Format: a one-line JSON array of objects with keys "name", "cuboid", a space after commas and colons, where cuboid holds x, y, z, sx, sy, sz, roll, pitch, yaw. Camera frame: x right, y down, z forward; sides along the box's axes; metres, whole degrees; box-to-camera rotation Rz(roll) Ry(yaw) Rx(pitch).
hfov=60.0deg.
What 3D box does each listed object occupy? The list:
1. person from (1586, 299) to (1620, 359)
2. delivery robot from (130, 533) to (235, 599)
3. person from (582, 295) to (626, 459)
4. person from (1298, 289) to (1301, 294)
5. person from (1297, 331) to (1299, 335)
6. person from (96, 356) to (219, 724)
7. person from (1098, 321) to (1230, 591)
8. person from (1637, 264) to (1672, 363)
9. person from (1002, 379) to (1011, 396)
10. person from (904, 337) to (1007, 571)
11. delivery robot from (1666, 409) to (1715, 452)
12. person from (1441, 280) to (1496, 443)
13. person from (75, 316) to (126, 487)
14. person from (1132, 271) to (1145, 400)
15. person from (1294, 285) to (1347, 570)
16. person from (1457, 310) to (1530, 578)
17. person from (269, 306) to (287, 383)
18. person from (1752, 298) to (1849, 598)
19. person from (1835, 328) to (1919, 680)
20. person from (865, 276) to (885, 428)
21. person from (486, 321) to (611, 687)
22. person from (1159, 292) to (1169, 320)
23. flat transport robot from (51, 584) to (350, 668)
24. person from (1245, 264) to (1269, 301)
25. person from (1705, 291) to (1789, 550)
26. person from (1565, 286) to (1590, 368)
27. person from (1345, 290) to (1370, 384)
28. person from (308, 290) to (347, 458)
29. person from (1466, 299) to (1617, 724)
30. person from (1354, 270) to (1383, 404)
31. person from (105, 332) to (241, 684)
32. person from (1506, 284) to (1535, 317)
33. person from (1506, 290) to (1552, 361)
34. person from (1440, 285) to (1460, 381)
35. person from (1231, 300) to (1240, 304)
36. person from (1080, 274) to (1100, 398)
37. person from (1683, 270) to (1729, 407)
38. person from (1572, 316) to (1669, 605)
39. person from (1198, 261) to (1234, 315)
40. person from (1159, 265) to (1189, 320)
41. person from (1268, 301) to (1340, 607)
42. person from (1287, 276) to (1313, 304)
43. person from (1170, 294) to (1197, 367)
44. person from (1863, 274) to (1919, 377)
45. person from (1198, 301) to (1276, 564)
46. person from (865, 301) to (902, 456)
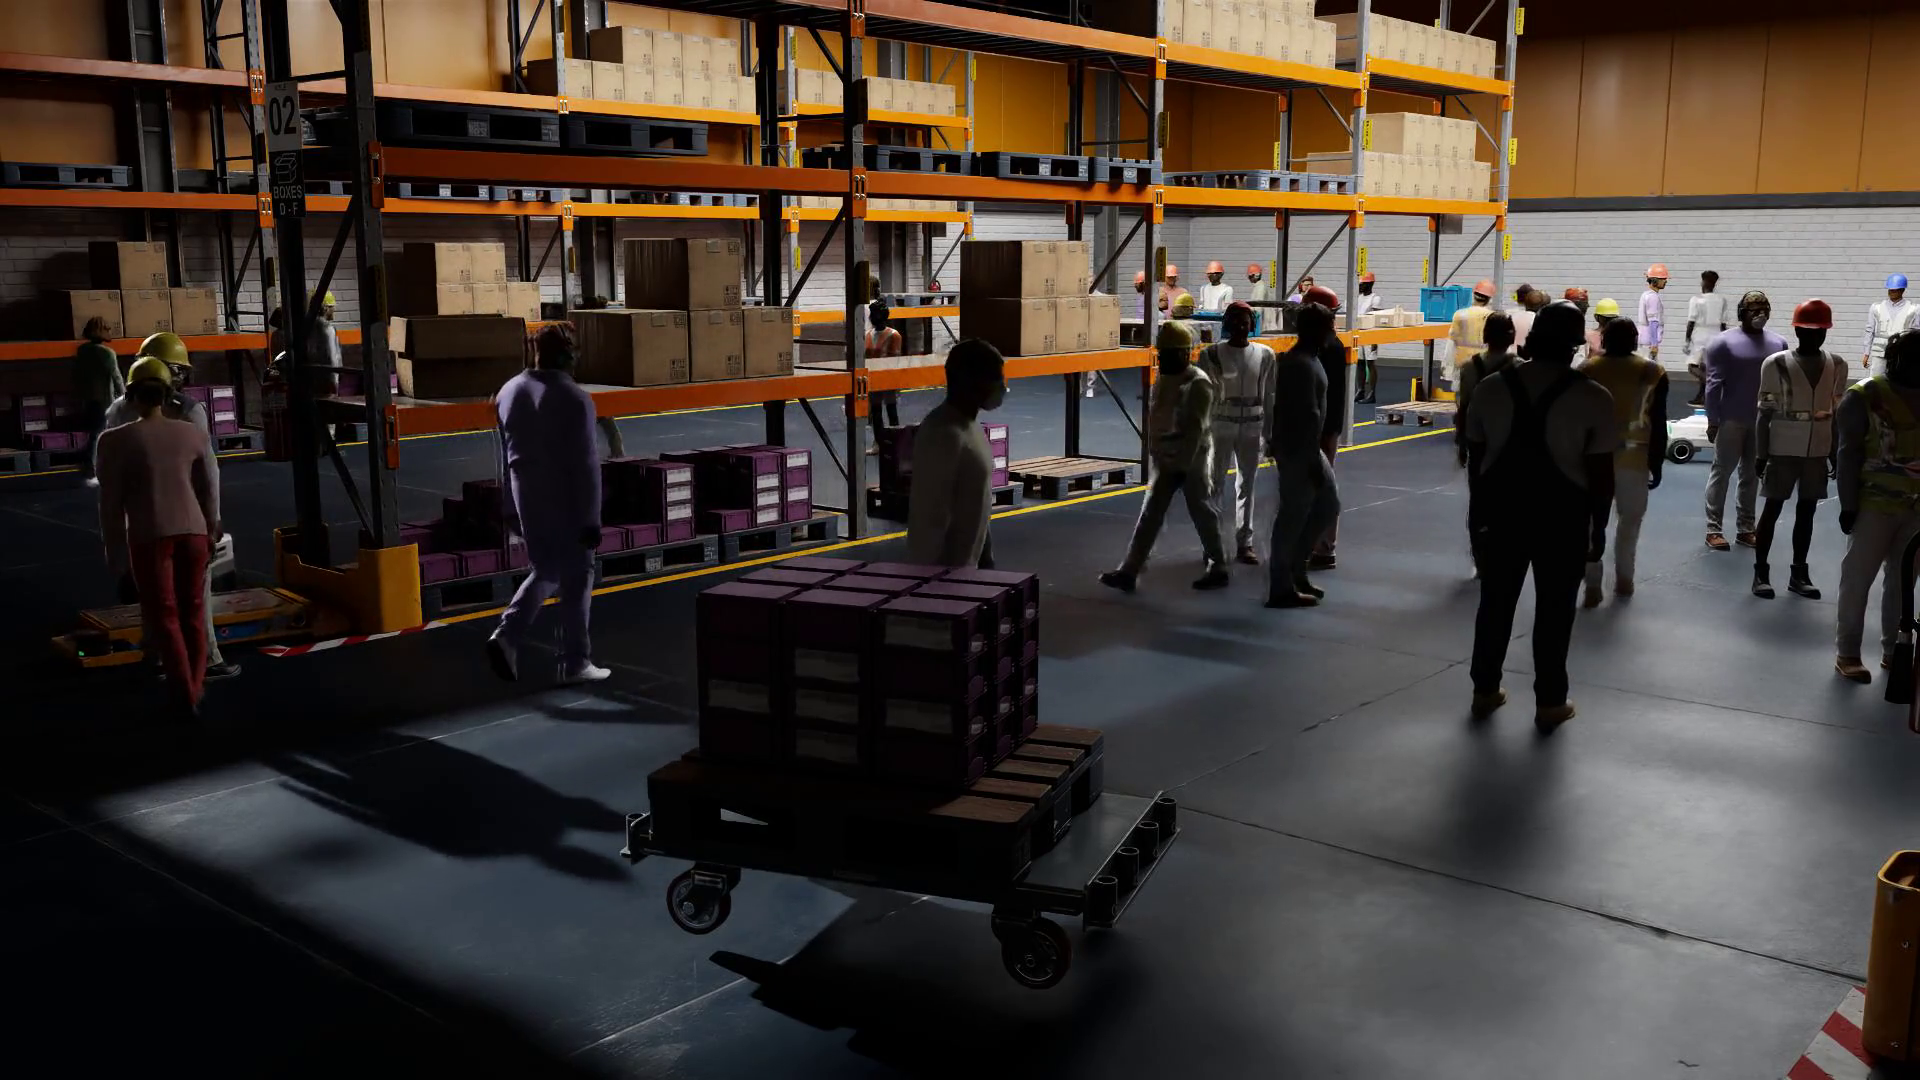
[{"name": "person", "cuboid": [6.313, -1.490, 16.396, 0.523, 1.760, 0.328, -2, 10, -13]}, {"name": "delivery robot", "cuboid": [-4.865, 0.112, 10.419, 0.477, 0.478, 0.707, 1, 10, 4]}, {"name": "person", "cuboid": [-3.157, -1.252, 14.838, 0.914, 1.824, 0.558, -9, 13, -40]}, {"name": "person", "cuboid": [5.178, -2.970, 24.986, 0.539, 1.698, 0.318, 10, 14, 44]}, {"name": "person", "cuboid": [3.050, -1.076, 14.526, 0.847, 1.598, 0.584, -5, 11, -27]}, {"name": "person", "cuboid": [-3.837, -0.003, 7.996, 0.580, 1.735, 0.540, 9, 13, 42]}, {"name": "person", "cuboid": [1.399, -0.533, 10.886, 0.931, 1.782, 0.600, -5, 11, -27]}, {"name": "person", "cuboid": [9.253, -2.658, 22.232, 0.373, 2.043, 0.614, 2, 10, 12]}, {"name": "person", "cuboid": [0.625, -3.017, 24.758, 0.682, 1.864, 0.915, 8, 12, 37]}, {"name": "person", "cuboid": [0.099, 0.163, 6.570, 0.895, 1.900, 0.653, 1, 10, 8]}, {"name": "delivery robot", "cuboid": [7.786, -1.136, 17.538, 0.707, 0.478, 0.477, 1, 10, 6]}, {"name": "person", "cuboid": [5.853, -2.019, 19.034, 0.625, 1.893, 0.658, 1, 10, 4]}, {"name": "person", "cuboid": [-8.121, -1.331, 15.914, 0.531, 1.596, 0.785, 6, 12, 30]}, {"name": "person", "cuboid": [2.761, -3.035, 24.743, 0.447, 1.913, 0.577, 3, 10, 15]}, {"name": "person", "cuboid": [2.515, -0.788, 11.726, 0.377, 1.995, 0.608, -1, 10, -5]}, {"name": "person", "cuboid": [3.648, -0.640, 11.334, 0.536, 1.834, 0.400, 8, 13, 38]}, {"name": "person", "cuboid": [-7.266, -1.695, 17.918, 0.274, 1.632, 0.503, -7, 12, -36]}, {"name": "person", "cuboid": [5.413, -0.580, 10.706, 0.550, 1.935, 0.376, 0, 10, 2]}, {"name": "person", "cuboid": [4.896, -0.182, 8.710, 0.627, 1.845, 0.429, -1, 10, -7]}, {"name": "person", "cuboid": [-1.141, -2.334, 20.772, 0.479, 1.904, 0.629, -9, 13, -40]}, {"name": "person", "cuboid": [-2.090, -0.158, 8.428, 0.659, 1.892, 0.578, 6, 12, 30]}, {"name": "person", "cuboid": [2.841, -2.695, 23.613, 0.286, 1.633, 0.499, -2, 10, -10]}, {"name": "flat transport robot", "cuboid": [-4.307, 0.471, 9.461, 1.431, 0.197, 0.652, -8, 13, -40]}, {"name": "person", "cuboid": [5.334, -3.900, 29.527, 0.587, 1.966, 0.785, 1, 10, 6]}, {"name": "person", "cuboid": [5.886, -0.892, 12.478, 0.631, 1.940, 0.372, -1, 10, -8]}, {"name": "person", "cuboid": [5.994, -1.548, 16.370, 0.353, 1.882, 0.580, 0, 10, -2]}, {"name": "person", "cuboid": [6.614, -3.472, 27.654, 0.524, 1.769, 0.325, -2, 10, -12]}, {"name": "person", "cuboid": [-6.843, -1.783, 17.889, 0.622, 1.817, 0.415, 9, 13, 41]}, {"name": "person", "cuboid": [2.779, -0.147, 7.941, 0.686, 2.000, 0.535, 7, 12, 35]}, {"name": "person", "cuboid": [5.880, -2.941, 24.144, 0.379, 1.938, 0.547, -4, 11, -22]}, {"name": "person", "cuboid": [-4.074, -0.157, 8.625, 0.588, 1.823, 0.403, 2, 10, 14]}, {"name": "person", "cuboid": [6.548, -2.059, 19.475, 0.511, 1.832, 0.648, 3, 10, 14]}, {"name": "person", "cuboid": [5.913, -1.689, 17.369, 0.542, 1.808, 0.730, -5, 11, -27]}, {"name": "person", "cuboid": [8.361, -3.511, 28.250, 0.310, 1.636, 0.523, 0, 10, -1]}, {"name": "person", "cuboid": [3.322, -2.067, 20.042, 0.517, 1.633, 0.313, 2, 10, 11]}, {"name": "person", "cuboid": [1.868, -3.030, 24.837, 0.660, 1.863, 0.911, 2, 10, 11]}, {"name": "person", "cuboid": [10.524, -2.814, 23.382, 0.617, 1.950, 0.691, -3, 10, -16]}, {"name": "person", "cuboid": [4.191, -0.518, 10.675, 0.650, 1.816, 0.766, 5, 11, 26]}, {"name": "person", "cuboid": [4.053, -3.417, 26.552, 0.605, 2.045, 0.381, 8, 13, 39]}, {"name": "person", "cuboid": [3.306, -3.332, 26.208, 0.626, 1.992, 0.387, -1, 10, -6]}, {"name": "person", "cuboid": [2.170, -0.520, 10.391, 0.502, 1.920, 0.643, 3, 10, 17]}, {"name": "person", "cuboid": [5.101, -3.002, 24.751, 0.566, 1.847, 0.389, -5, 11, -26]}, {"name": "person", "cuboid": [2.519, -1.921, 18.906, 0.323, 1.738, 0.493, -7, 12, -35]}, {"name": "person", "cuboid": [11.376, -2.275, 20.327, 0.614, 1.943, 0.395, 7, 12, 36]}, {"name": "person", "cuboid": [1.963, -0.759, 11.873, 0.585, 1.882, 0.337, -1, 10, -6]}, {"name": "person", "cuboid": [-0.849, -1.734, 17.982, 0.530, 1.689, 0.322, 7, 12, 36]}]
